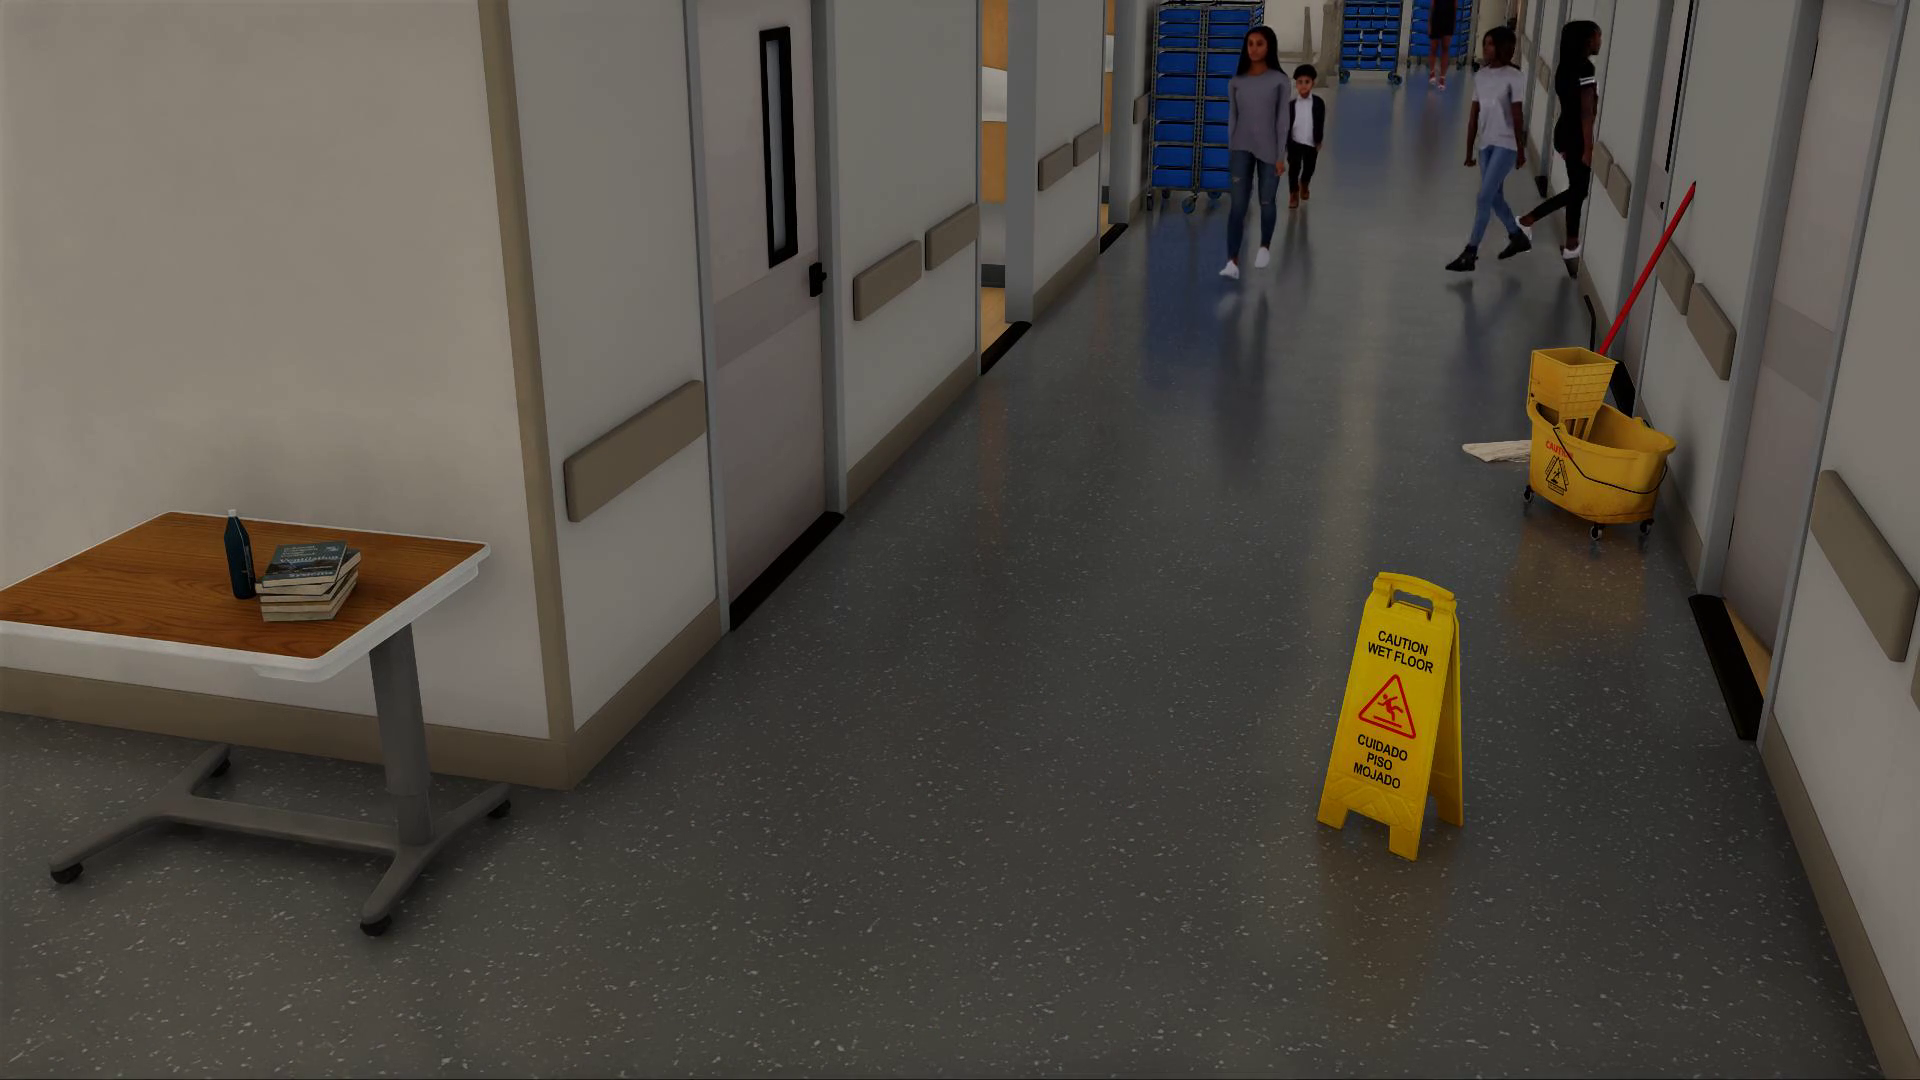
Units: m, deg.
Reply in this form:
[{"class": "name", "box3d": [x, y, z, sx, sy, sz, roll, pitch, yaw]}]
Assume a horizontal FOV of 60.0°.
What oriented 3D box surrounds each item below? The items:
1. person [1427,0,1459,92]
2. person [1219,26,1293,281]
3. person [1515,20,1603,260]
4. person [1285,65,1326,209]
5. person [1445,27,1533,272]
[{"class": "person", "box3d": [6.916, -7.356, 23.908, 0.557, 1.749, 1.103, 5, 21, 14]}, {"class": "person", "box3d": [2.112, -2.679, 11.646, 0.721, 1.688, 1.189, 9, 22, 21]}, {"class": "person", "box3d": [4.437, -2.895, 12.174, 0.773, 1.719, 0.918, 2, 21, 5]}, {"class": "person", "box3d": [3.005, -3.529, 14.559, 0.544, 1.215, 0.730, 3, 21, 9]}, {"class": "person", "box3d": [3.892, -2.761, 11.881, 1.116, 1.675, 1.093, -10, 23, -24]}]
